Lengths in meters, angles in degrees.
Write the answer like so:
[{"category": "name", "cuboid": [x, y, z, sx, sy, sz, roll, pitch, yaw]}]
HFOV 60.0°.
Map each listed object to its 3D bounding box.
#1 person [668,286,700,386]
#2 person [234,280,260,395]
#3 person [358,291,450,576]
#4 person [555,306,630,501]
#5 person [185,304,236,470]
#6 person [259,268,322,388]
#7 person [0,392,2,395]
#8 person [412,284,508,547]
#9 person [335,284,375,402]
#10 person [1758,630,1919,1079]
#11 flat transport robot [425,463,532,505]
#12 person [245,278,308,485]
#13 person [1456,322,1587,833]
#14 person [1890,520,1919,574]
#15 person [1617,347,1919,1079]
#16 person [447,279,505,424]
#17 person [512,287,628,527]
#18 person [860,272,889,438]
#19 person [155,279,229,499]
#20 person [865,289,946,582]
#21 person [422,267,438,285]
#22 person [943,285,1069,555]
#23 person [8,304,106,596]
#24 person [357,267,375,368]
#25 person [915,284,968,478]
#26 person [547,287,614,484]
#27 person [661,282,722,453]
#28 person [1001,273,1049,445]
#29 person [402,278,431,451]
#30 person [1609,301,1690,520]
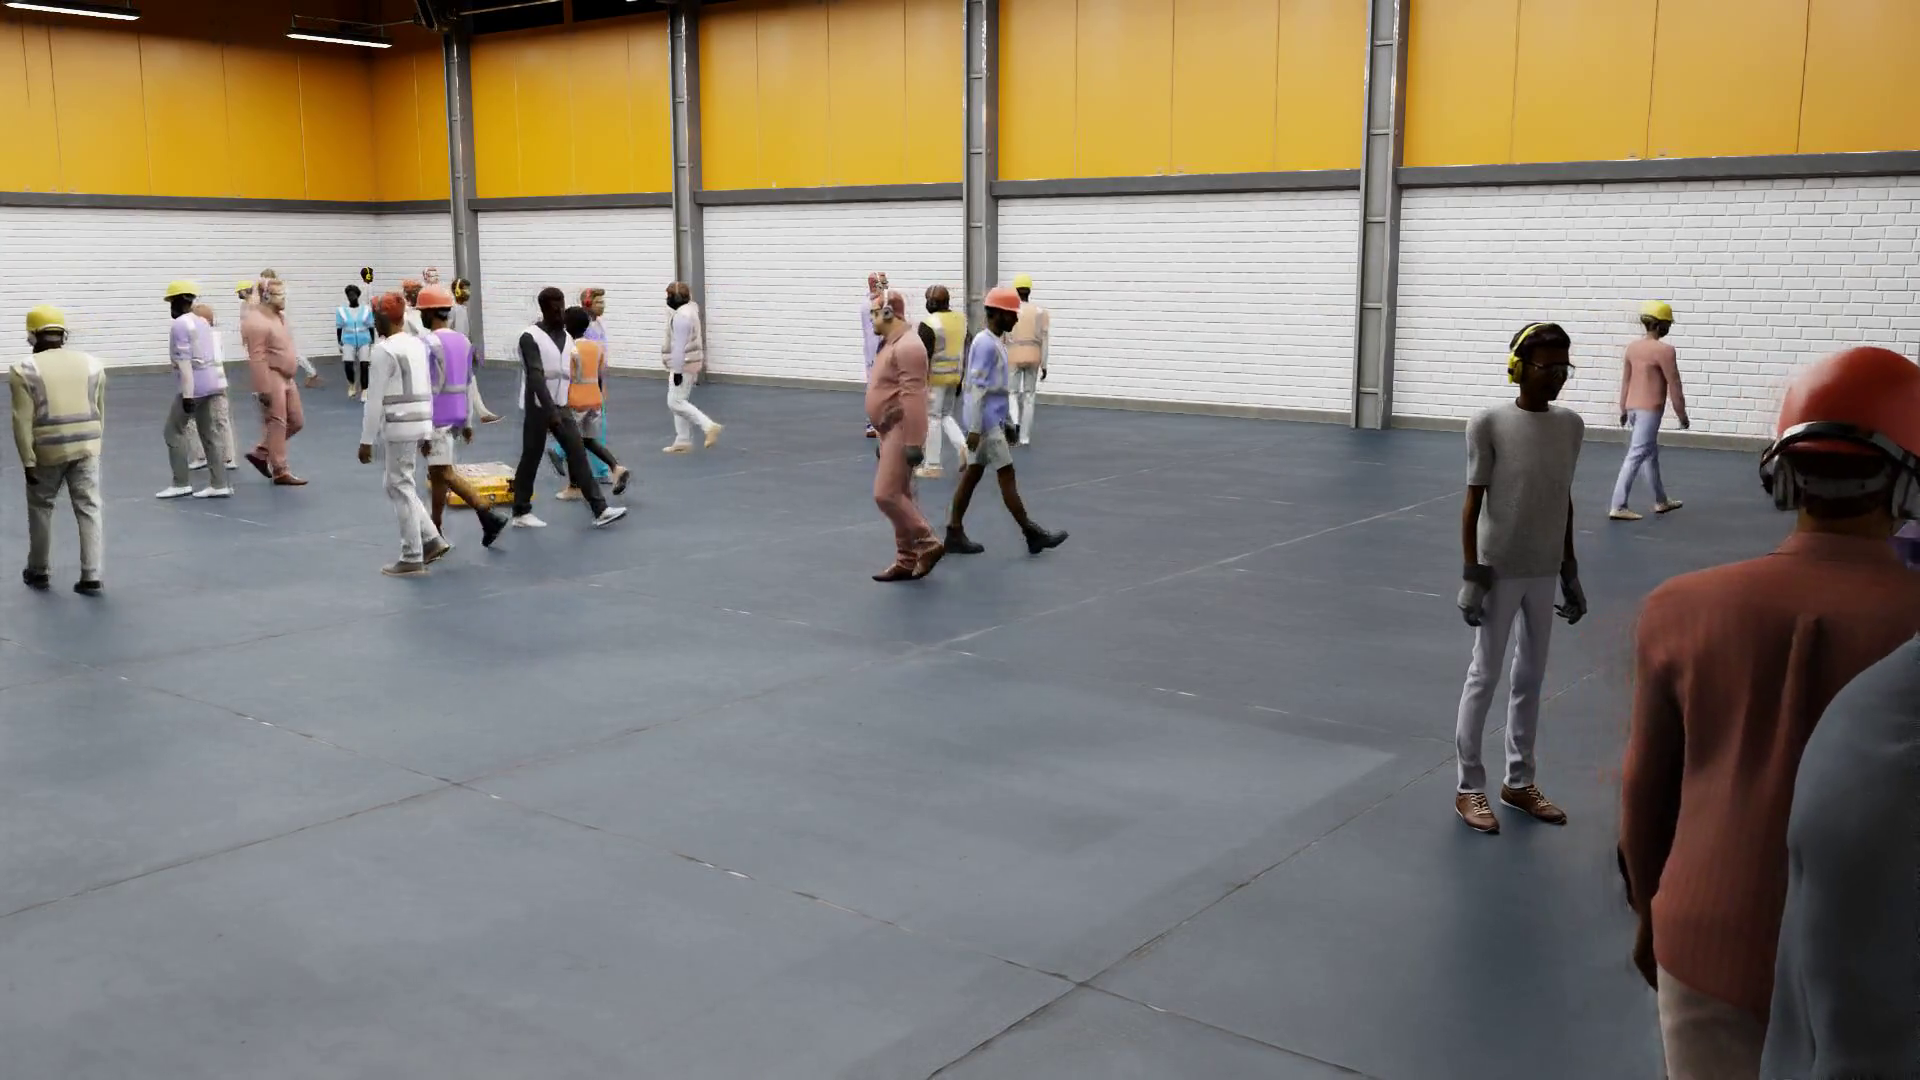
[{"category": "person", "cuboid": [-4.418, -3.278, 26.670, 0.498, 1.633, 0.284, 1, 10, 6]}, {"category": "person", "cuboid": [-10.574, -3.029, 24.949, 0.552, 1.733, 0.481, 7, 12, 36]}, {"category": "person", "cuboid": [-3.672, -0.683, 10.889, 0.410, 1.871, 0.594, 1, 10, 5]}, {"category": "person", "cuboid": [-3.170, -1.149, 14.131, 0.612, 1.678, 0.542, 5, 11, 26]}, {"category": "person", "cuboid": [-7.368, -1.476, 16.189, 0.569, 1.621, 0.546, 1, 10, 5]}, {"category": "person", "cuboid": [-10.581, -3.305, 26.079, 0.927, 1.905, 0.625, -7, 12, -34]}, {"category": "person", "cuboid": [-14.147, -2.898, 23.535, 0.969, 1.948, 0.629, -5, 11, -26]}, {"category": "person", "cuboid": [-3.655, -0.880, 11.946, 0.885, 1.910, 0.555, 3, 10, 19]}, {"category": "person", "cuboid": [-8.631, -2.808, 23.787, 0.544, 1.688, 0.399, -3, 10, -18]}, {"category": "person", "cuboid": [1.150, 0.809, 1.998, 0.374, 1.936, 0.628, 8, 13, 40]}, {"category": "flat transport robot", "cuboid": [-4.220, -0.509, 14.511, 0.652, 0.197, 1.431, -5, 11, -26]}, {"category": "person", "cuboid": [-6.274, -1.435, 15.174, 0.488, 1.893, 0.669, 0, 10, -2]}, {"category": "person", "cuboid": [2.077, 0.136, 6.124, 0.521, 1.868, 0.328, -3, 10, -18]}, {"category": "person", "cuboid": [3.138, 0.249, 5.117, 0.631, 1.989, 1.043, 4, 11, 25]}, {"category": "person", "cuboid": [1.434, 0.662, 2.774, 0.635, 1.952, 0.893, 9, 13, 42]}, {"category": "person", "cuboid": [-6.226, -2.348, 20.765, 0.997, 1.805, 0.529, 0, 10, 1]}, {"category": "person", "cuboid": [-3.065, -0.991, 12.732, 0.996, 1.855, 0.577, 5, 11, 25]}, {"category": "person", "cuboid": [-0.932, -2.135, 19.213, 0.409, 1.909, 0.652, 0, 10, 2]}, {"category": "person", "cuboid": [-6.688, -1.293, 14.347, 0.732, 1.890, 0.619, 0, 10, -1]}, {"category": "person", "cuboid": [-0.411, -0.657, 10.680, 0.419, 1.885, 0.678, -3, 10, -16]}, {"category": "person", "cuboid": [-8.167, -3.264, 25.795, 0.406, 1.910, 0.639, 2, 10, 13]}, {"category": "person", "cuboid": [0.323, -0.826, 11.654, 0.968, 1.885, 0.560, 1, 10, 5]}, {"category": "person", "cuboid": [-5.652, -0.565, 10.387, 0.832, 1.796, 0.594, 8, 13, 41]}, {"category": "person", "cuboid": [-11.049, -4.151, 31.071, 0.532, 1.869, 0.310, 8, 12, 37]}, {"category": "person", "cuboid": [-0.173, -1.479, 15.620, 0.506, 1.832, 0.644, 8, 13, 39]}, {"category": "person", "cuboid": [-3.468, -1.416, 15.296, 0.709, 1.823, 0.567, 2, 10, 9]}, {"category": "person", "cuboid": [-2.855, -1.802, 17.529, 0.574, 1.824, 0.641, 0, 10, -3]}, {"category": "person", "cuboid": [0.690, -1.976, 18.307, 0.587, 1.911, 0.518, 0, 10, 0]}, {"category": "person", "cuboid": [-5.755, -1.858, 17.776, 0.379, 1.859, 0.609, 5, 11, 26]}, {"category": "person", "cuboid": [5.556, -1.019, 13.222, 0.841, 1.729, 0.545, -2, 10, -13]}]
